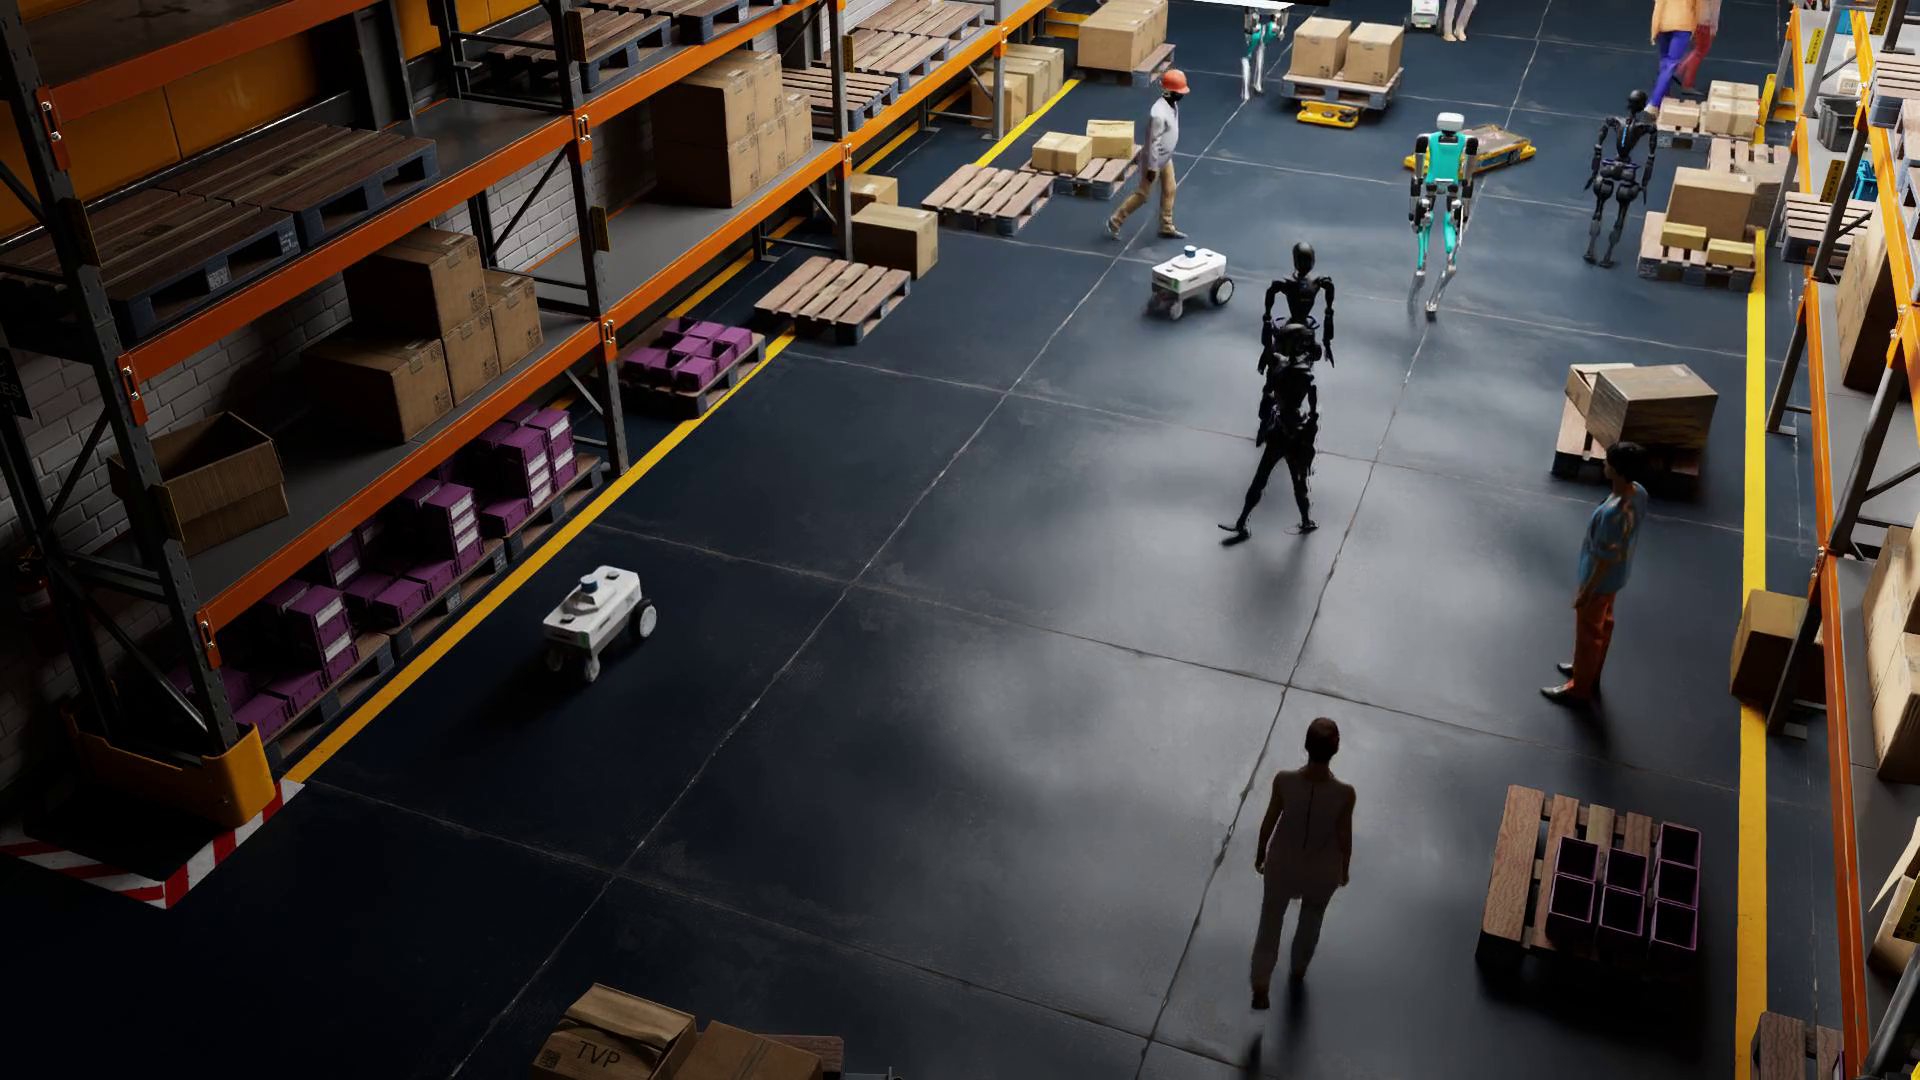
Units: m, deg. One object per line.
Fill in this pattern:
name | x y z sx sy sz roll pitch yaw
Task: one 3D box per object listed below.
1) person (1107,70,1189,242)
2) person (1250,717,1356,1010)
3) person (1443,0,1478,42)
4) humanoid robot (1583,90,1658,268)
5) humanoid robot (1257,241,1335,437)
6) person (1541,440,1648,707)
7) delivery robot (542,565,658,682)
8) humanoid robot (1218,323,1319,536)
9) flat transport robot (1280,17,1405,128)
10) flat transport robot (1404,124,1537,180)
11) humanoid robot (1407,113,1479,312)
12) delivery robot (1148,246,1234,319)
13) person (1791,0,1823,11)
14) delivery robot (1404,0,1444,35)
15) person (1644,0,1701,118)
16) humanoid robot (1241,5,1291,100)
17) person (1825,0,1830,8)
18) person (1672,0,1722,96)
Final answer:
person | 1.829 -3.697 15.984 0.728 1.718 0.591 11 34 16
person | 1.626 1.569 7.900 0.445 1.636 0.604 11 34 16
person | 6.564 -7.344 21.579 0.500 1.757 0.479 -8 34 -12
humanoid robot | 6.149 -3.368 15.517 0.590 1.645 0.353 20 38 28
humanoid robot | 2.551 -1.478 12.586 0.587 1.649 0.343 -4 33 -7
person | 3.812 0.204 9.896 0.306 1.764 0.505 22 39 30
delivery robot | -2.316 0.489 10.588 0.499 0.613 0.811 12 35 18
humanoid robot | 2.221 -0.706 11.425 0.745 1.625 0.611 -15 36 -22
flat transport robot | 4.488 -5.192 19.627 0.659 0.231 1.431 14 35 21
flat transport robot | 5.582 -4.229 18.136 1.431 0.231 0.659 -22 39 -30
humanoid robot | 4.185 -2.748 14.526 0.541 1.794 0.812 5 33 7
delivery robot | 2.065 -2.359 14.972 0.773 0.586 0.499 -25 41 -33
person | 11.653 -7.978 22.510 0.593 1.833 0.969 5 33 8
delivery robot | 6.245 -7.127 22.345 0.499 0.581 0.768 7 34 11
person | 8.214 -5.909 19.224 0.510 1.914 1.003 23 39 31
humanoid robot | 3.570 -6.123 19.718 0.532 1.778 0.775 -4 33 -5
person | 10.953 -6.674 20.461 0.511 1.861 0.392 12 35 18
person | 8.875 -6.153 19.744 0.365 1.751 0.544 2 33 3
